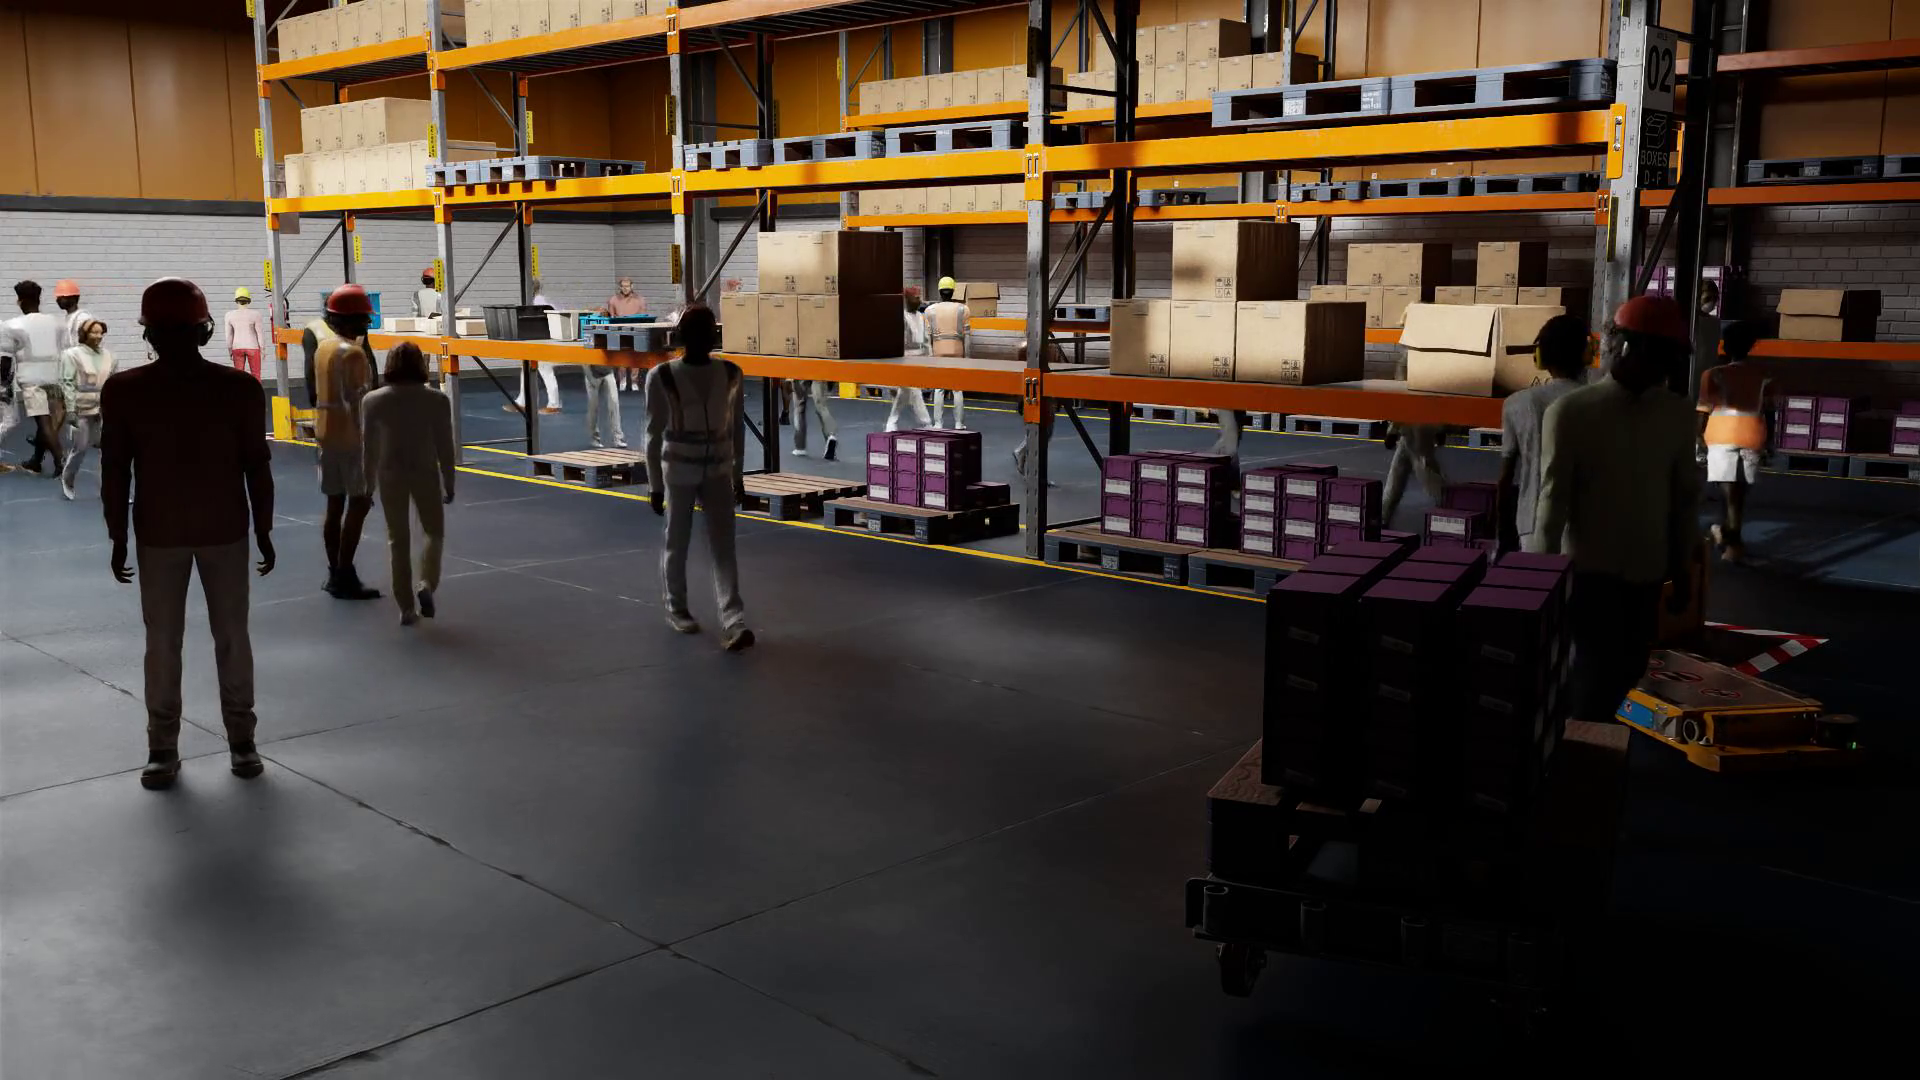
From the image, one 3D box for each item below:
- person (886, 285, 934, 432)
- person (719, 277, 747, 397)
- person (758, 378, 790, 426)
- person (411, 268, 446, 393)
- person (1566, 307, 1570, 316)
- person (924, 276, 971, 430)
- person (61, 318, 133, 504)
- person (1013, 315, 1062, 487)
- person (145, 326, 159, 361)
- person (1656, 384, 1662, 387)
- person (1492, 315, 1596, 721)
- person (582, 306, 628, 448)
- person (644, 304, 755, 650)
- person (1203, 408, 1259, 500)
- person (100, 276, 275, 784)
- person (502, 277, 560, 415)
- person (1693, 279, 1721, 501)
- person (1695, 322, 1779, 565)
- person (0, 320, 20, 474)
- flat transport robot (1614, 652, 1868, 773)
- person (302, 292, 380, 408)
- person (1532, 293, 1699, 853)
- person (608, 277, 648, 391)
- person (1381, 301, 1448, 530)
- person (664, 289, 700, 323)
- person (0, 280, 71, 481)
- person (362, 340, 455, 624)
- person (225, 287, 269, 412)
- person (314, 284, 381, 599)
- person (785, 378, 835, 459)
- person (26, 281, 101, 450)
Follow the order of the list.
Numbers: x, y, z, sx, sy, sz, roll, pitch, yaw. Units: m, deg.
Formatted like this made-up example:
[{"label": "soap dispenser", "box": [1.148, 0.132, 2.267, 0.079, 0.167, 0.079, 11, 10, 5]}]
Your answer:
[{"label": "person", "box": [-0.521, -2.022, 19.249, 0.972, 1.829, 0.603, 6, 11, 32]}, {"label": "person", "box": [-3.475, -3.153, 25.981, 0.427, 1.891, 0.675, -8, 12, -41]}, {"label": "person", "box": [-2.421, -2.423, 21.420, 0.379, 1.927, 0.542, 9, 13, 43]}, {"label": "person", "box": [-8.446, -3.332, 26.641, 0.615, 2.038, 0.395, 0, 9, -1]}, {"label": "person", "box": [6.219, -1.630, 17.434, 0.513, 1.641, 0.307, -9, 13, -44]}, {"label": "person", "box": [-0.155, -2.319, 20.779, 0.585, 1.927, 0.367, 0, 9, 0]}, {"label": "person", "box": [-7.516, -1.114, 14.362, 0.762, 1.608, 0.519, 7, 11, 36]}, {"label": "person", "box": [0.702, -1.332, 15.670, 0.523, 1.617, 0.665, -7, 12, -37]}, {"label": "person", "box": [-11.210, -2.727, 23.579, 0.599, 1.827, 0.404, -5, 11, -28]}, {"label": "person", "box": [4.694, -0.757, 11.720, 0.523, 1.760, 0.325, -4, 10, -25]}, {"label": "person", "box": [2.475, -0.006, 6.893, 0.553, 1.836, 0.516, 6, 11, 35]}, {"label": "person", "box": [-3.996, -1.807, 18.646, 0.508, 1.603, 0.726, -7, 11, -35]}, {"label": "person", "box": [-1.395, -0.338, 8.925, 0.597, 1.827, 1.010, -5, 10, -28]}, {"label": "person", "box": [2.356, -1.291, 14.815, 0.514, 1.824, 0.836, -5, 11, -30]}, {"label": "person", "box": [-3.030, -0.033, 6.562, 0.618, 1.990, 0.394, -4, 10, -22]}, {"label": "person", "box": [-5.971, -2.668, 22.965, 0.884, 1.906, 0.662, -3, 10, -17]}, {"label": "person", "box": [6.354, -1.282, 14.399, 0.627, 1.935, 0.371, -6, 11, -33]}, {"label": "person", "box": [5.359, -0.686, 11.585, 0.541, 1.644, 0.883, 0, 9, 2]}, {"label": "person", "box": [-9.482, -1.516, 16.181, 0.631, 1.829, 0.582, 2, 9, 12]}, {"label": "flat transport robot", "box": [3.188, 0.709, 7.276, 0.652, 0.197, 1.431, -2, 9, -10]}, {"label": "person", "box": [-5.865, -1.453, 15.866, 0.953, 1.791, 0.641, 8, 12, 40]}, {"label": "person", "box": [2.365, 0.073, 6.115, 0.651, 1.950, 0.922, -2, 9, -10]}, {"label": "person", "box": [-5.472, -3.393, 27.517, 0.647, 1.885, 0.582, -2, 10, -14]}, {"label": "person", "box": [3.410, -0.877, 12.375, 0.921, 1.789, 0.609, 7, 11, 36]}, {"label": "person", "box": [-3.079, -1.951, 18.896, 0.670, 1.810, 0.771, -7, 11, -36]}, {"label": "person", "box": [-8.858, -1.527, 15.967, 1.008, 1.917, 0.619, 6, 11, 33]}, {"label": "person", "box": [-3.127, -0.318, 9.434, 0.517, 1.620, 0.405, -2, 9, -9]}, {"label": "person", "box": [-10.039, -2.668, 23.402, 0.528, 1.772, 0.300, -1, 9, -7]}, {"label": "person", "box": [-3.795, -0.608, 10.312, 0.645, 1.930, 0.409, 8, 12, 41]}, {"label": "person", "box": [-1.602, -1.814, 17.811, 0.605, 1.925, 0.687, -4, 10, -24]}, {"label": "person", "box": [-9.911, -1.936, 18.551, 0.549, 1.883, 0.985, 7, 12, 37]}]
